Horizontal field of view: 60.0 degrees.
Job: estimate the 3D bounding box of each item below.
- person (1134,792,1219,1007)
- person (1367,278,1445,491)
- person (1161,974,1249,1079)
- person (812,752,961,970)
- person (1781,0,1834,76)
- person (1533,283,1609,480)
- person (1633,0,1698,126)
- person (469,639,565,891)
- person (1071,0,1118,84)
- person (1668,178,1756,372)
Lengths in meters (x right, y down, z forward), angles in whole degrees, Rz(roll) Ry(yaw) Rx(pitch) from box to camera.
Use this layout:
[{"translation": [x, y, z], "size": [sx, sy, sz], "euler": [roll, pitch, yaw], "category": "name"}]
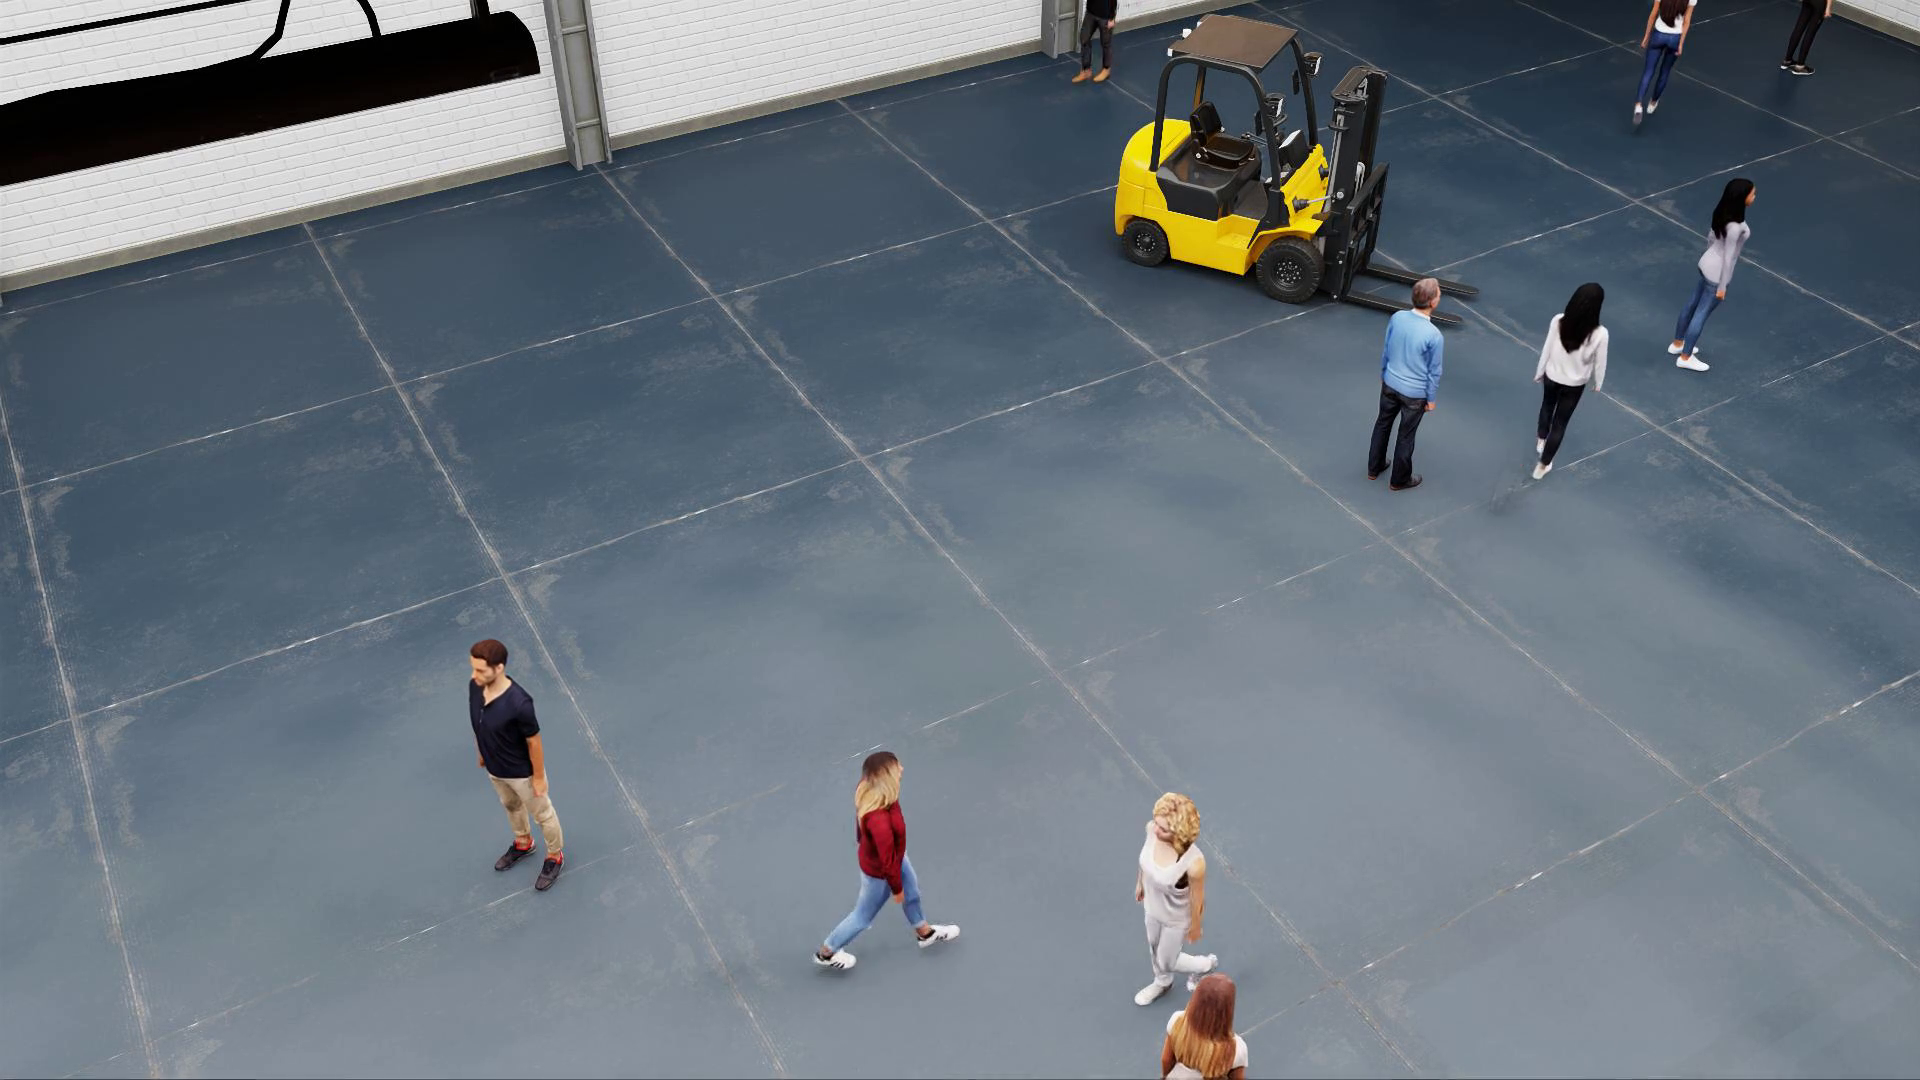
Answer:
[{"translation": [1.209, 1.942, 9.003], "size": [0.704, 1.661, 0.603], "euler": [-18, 42, -21], "category": "person"}, {"translation": [3.449, -1.211, 12.826], "size": [0.613, 1.818, 0.694], "euler": [-27, 46, -30], "category": "person"}, {"translation": [1.153, 2.681, 8.050], "size": [0.661, 1.696, 0.685], "euler": [20, 43, 23], "category": "person"}, {"translation": [-0.509, 1.825, 9.204], "size": [1.179, 1.594, 0.861], "euler": [-7, 39, -9], "category": "person"}, {"translation": [9.912, -6.237, 19.260], "size": [0.548, 1.643, 0.599], "euler": [-12, 40, -15], "category": "person"}, {"translation": [4.675, -1.207, 12.930], "size": [0.811, 1.682, 0.925], "euler": [24, 45, 27], "category": "person"}, {"translation": [7.651, -5.380, 18.100], "size": [0.964, 1.751, 1.173], "euler": [19, 42, 22], "category": "person"}, {"translation": [-2.593, 1.279, 9.675], "size": [0.714, 1.859, 0.697], "euler": [22, 43, 25], "category": "person"}, {"translation": [1.657, -6.082, 19.013], "size": [0.843, 1.709, 0.774], "euler": [-31, 48, -32], "category": "person"}, {"translation": [6.446, -2.293, 14.248], "size": [0.714, 1.734, 0.692], "euler": [3, 39, 4], "category": "person"}]
